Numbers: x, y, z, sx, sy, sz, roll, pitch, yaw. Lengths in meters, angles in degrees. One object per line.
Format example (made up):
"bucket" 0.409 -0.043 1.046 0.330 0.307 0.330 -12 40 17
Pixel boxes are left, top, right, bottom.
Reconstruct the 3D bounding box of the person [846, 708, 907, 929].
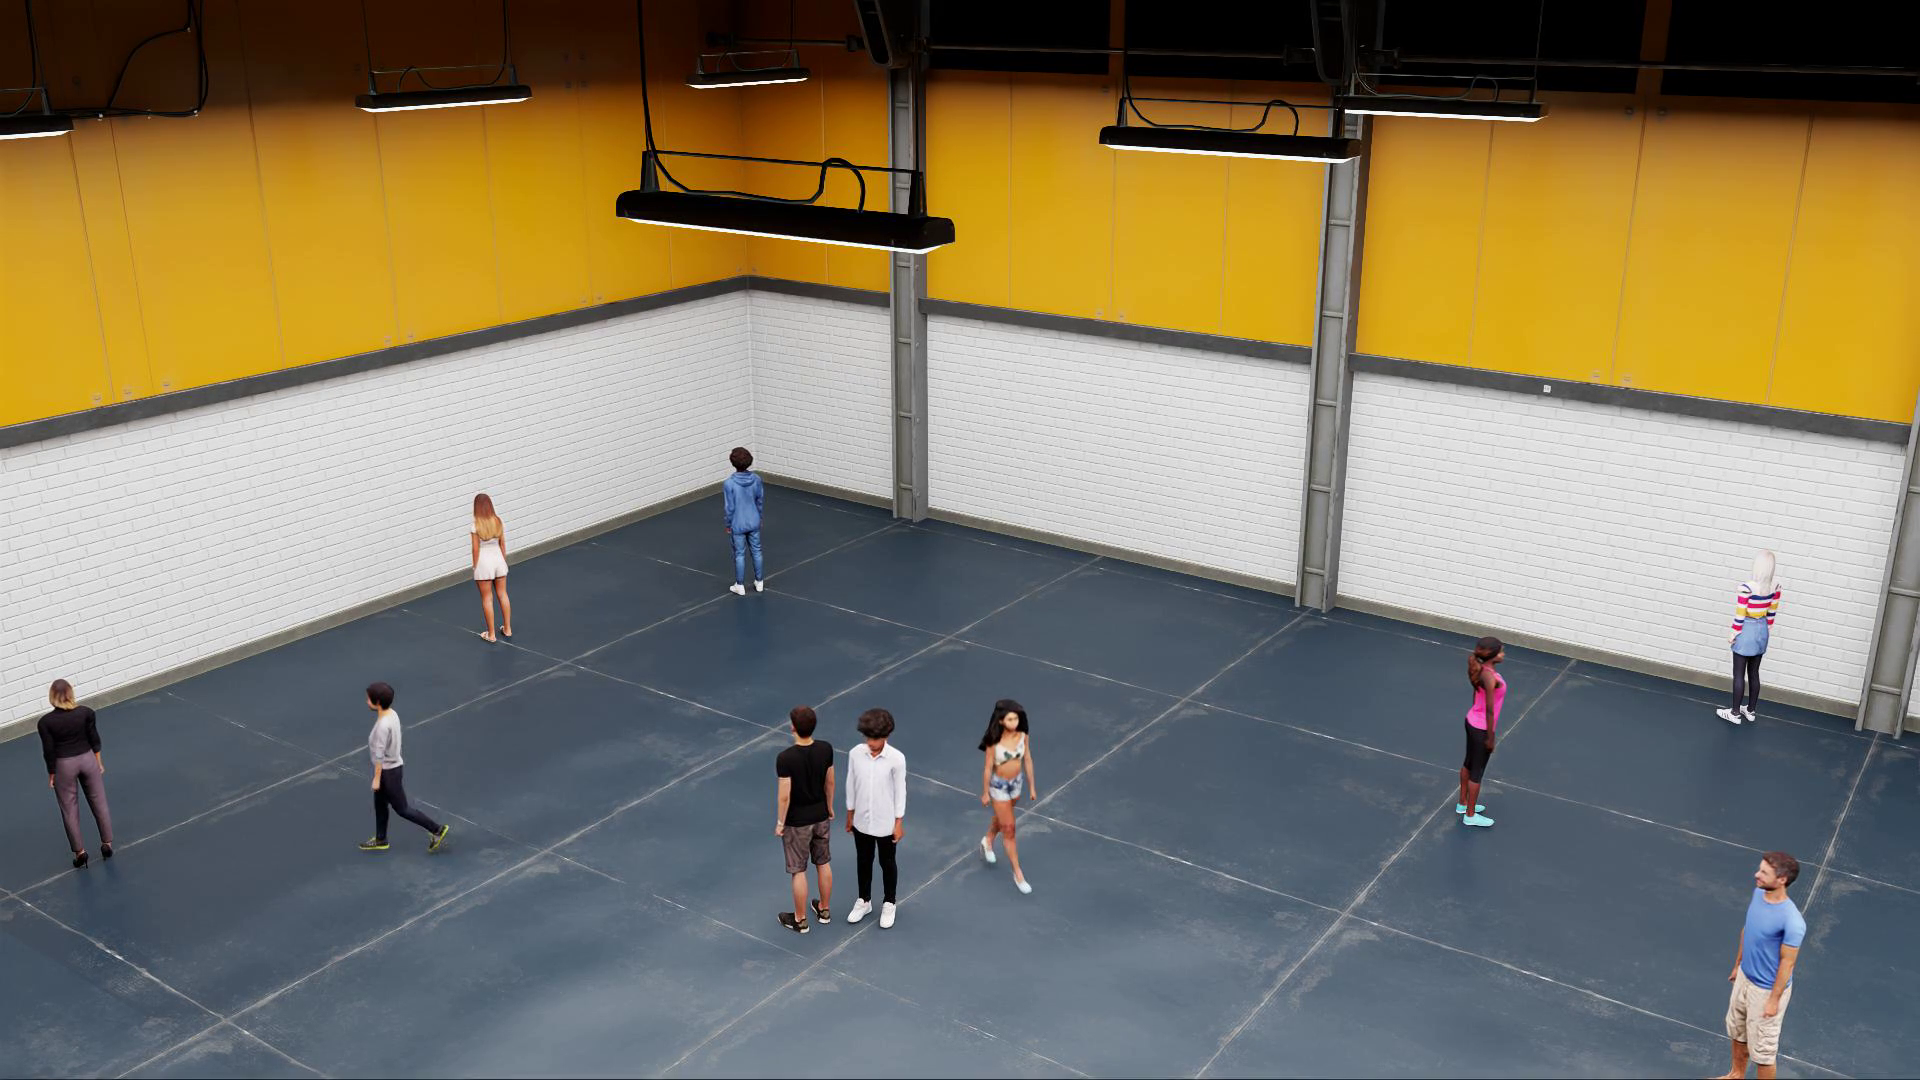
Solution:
"person" -0.654 2.136 12.939 0.597 1.810 0.752 6 19 16

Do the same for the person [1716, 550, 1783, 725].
"person" 7.852 0.942 16.485 0.722 1.809 0.742 -6 19 -17

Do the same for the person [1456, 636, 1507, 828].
"person" 4.541 1.645 14.536 0.687 1.722 0.655 2 19 5

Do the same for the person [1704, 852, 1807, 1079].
"person" 5.183 2.849 10.739 0.769 1.864 0.726 -2 19 -5

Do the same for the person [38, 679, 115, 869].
"person" -7.319 1.927 13.777 0.635 1.671 0.587 -17 25 -40

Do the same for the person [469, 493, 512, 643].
"person" -5.261 0.293 18.593 0.615 1.695 0.609 -16 24 -40

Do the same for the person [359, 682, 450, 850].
"person" -4.727 1.934 13.976 1.006 1.532 0.971 -4 19 -11

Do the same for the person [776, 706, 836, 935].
"person" -1.187 2.141 12.843 0.738 1.862 0.697 -14 23 -35

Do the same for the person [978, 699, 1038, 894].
"person" 0.337 2.032 13.602 0.825 1.585 1.081 -11 22 -30

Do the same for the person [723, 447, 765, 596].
"person" -2.590 -0.238 19.988 0.758 1.811 0.740 -10 21 -27
